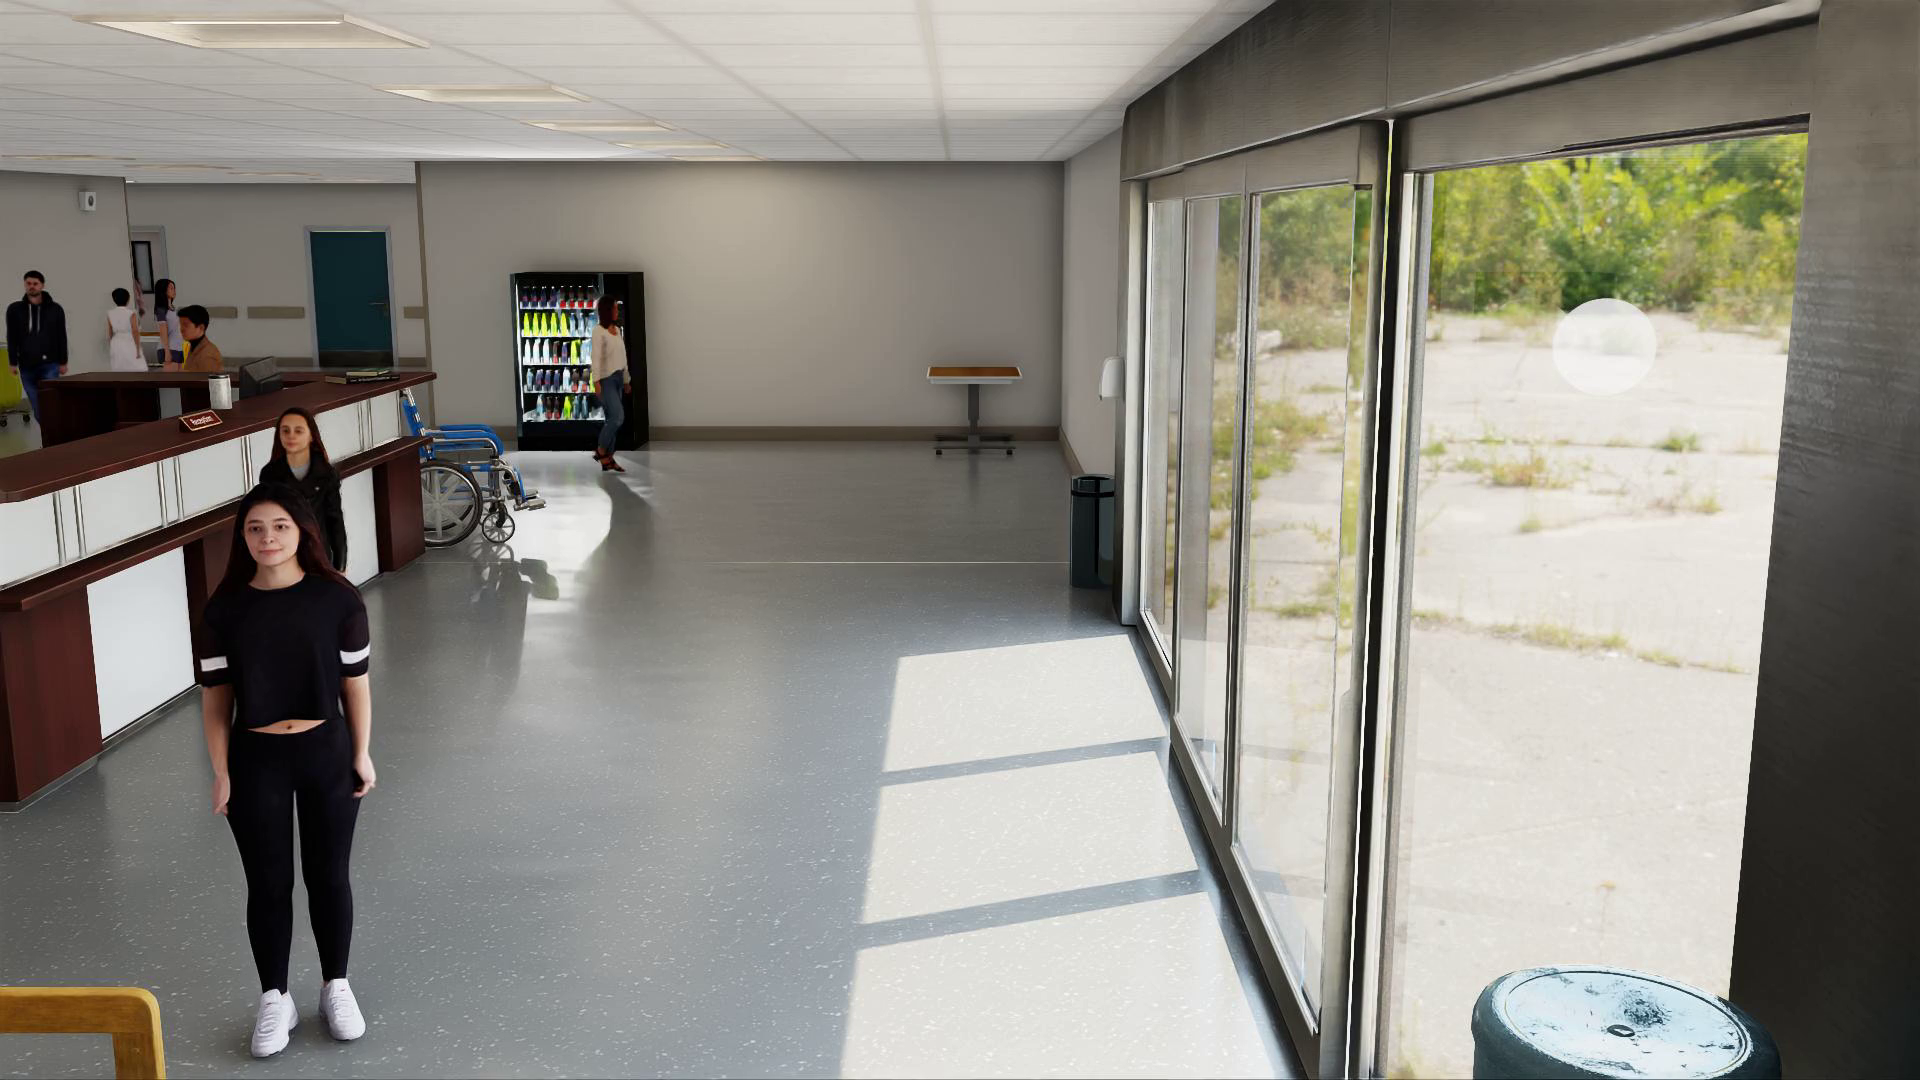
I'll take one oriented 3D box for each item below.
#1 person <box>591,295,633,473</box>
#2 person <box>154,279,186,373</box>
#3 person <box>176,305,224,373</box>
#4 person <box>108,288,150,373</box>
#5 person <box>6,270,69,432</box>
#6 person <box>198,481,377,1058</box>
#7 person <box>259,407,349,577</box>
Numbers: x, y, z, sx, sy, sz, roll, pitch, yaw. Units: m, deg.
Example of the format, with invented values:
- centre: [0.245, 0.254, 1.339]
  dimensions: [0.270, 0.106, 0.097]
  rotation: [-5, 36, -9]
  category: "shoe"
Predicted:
- centre: [-3.397, -1.474, 15.752]
  dimensions: [0.688, 1.674, 0.705]
  rotation: [3, 11, 17]
  category: "person"
- centre: [-9.332, -2.234, 19.672]
  dimensions: [0.579, 1.706, 0.632]
  rotation: [-2, 11, -10]
  category: "person"
- centre: [-5.653, -0.929, 12.678]
  dimensions: [0.869, 1.707, 0.820]
  rotation: [-7, 13, -35]
  category: "person"
- centre: [-10.469, -2.362, 20.793]
  dimensions: [0.595, 1.539, 0.624]
  rotation: [-1, 11, -3]
  category: "person"
- centre: [-9.244, -1.743, 16.717]
  dimensions: [1.253, 1.844, 1.017]
  rotation: [-4, 11, -20]
  category: "person"
- centre: [-1.897, 0.635, 4.735]
  dimensions: [0.648, 1.639, 0.756]
  rotation: [-5, 12, -23]
  category: "person"
- centre: [-3.193, 0.090, 8.096]
  dimensions: [0.881, 1.456, 0.611]
  rotation: [0, 11, 1]
  category: "person"
